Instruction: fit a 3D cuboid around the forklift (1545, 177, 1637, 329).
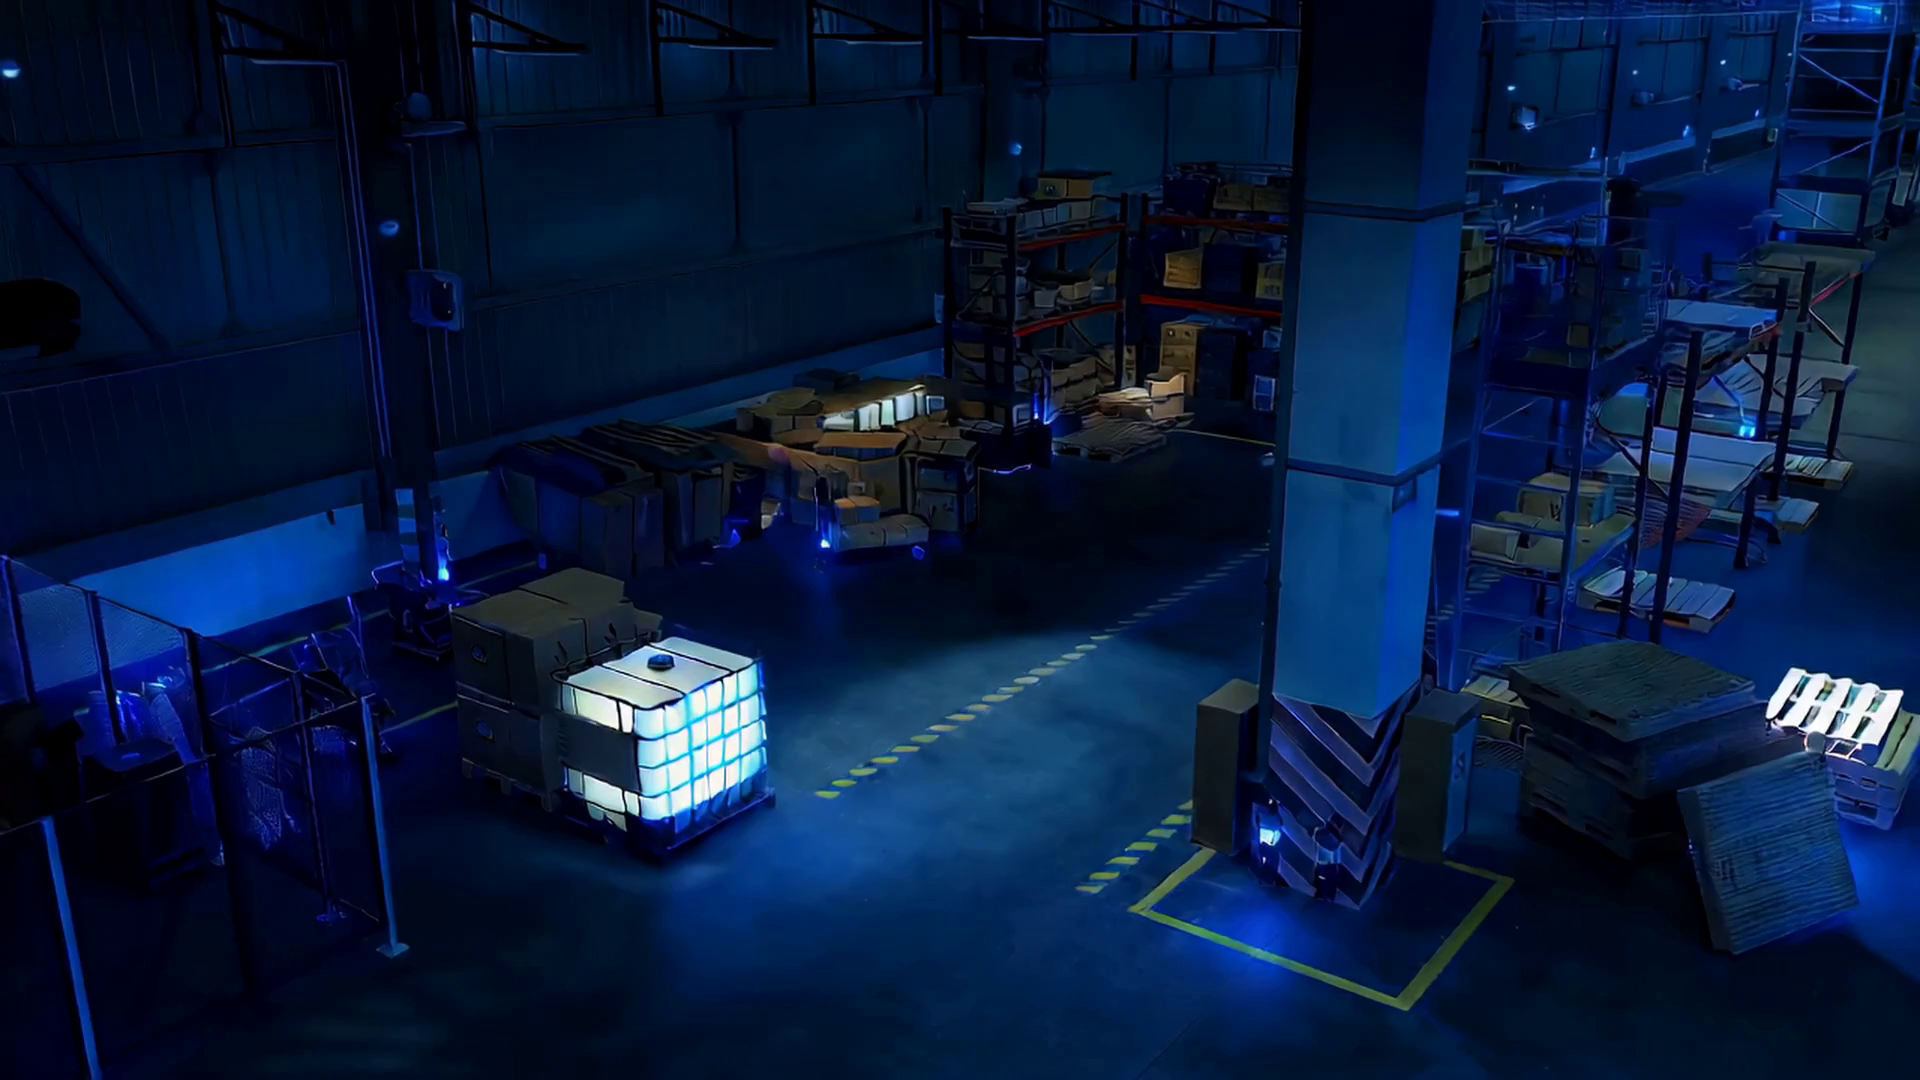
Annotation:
[{"bbox_3d":[10.849,-4.573,27.616,1.873,2.768,1.129,5,19,16],"label":"forklift"}]
